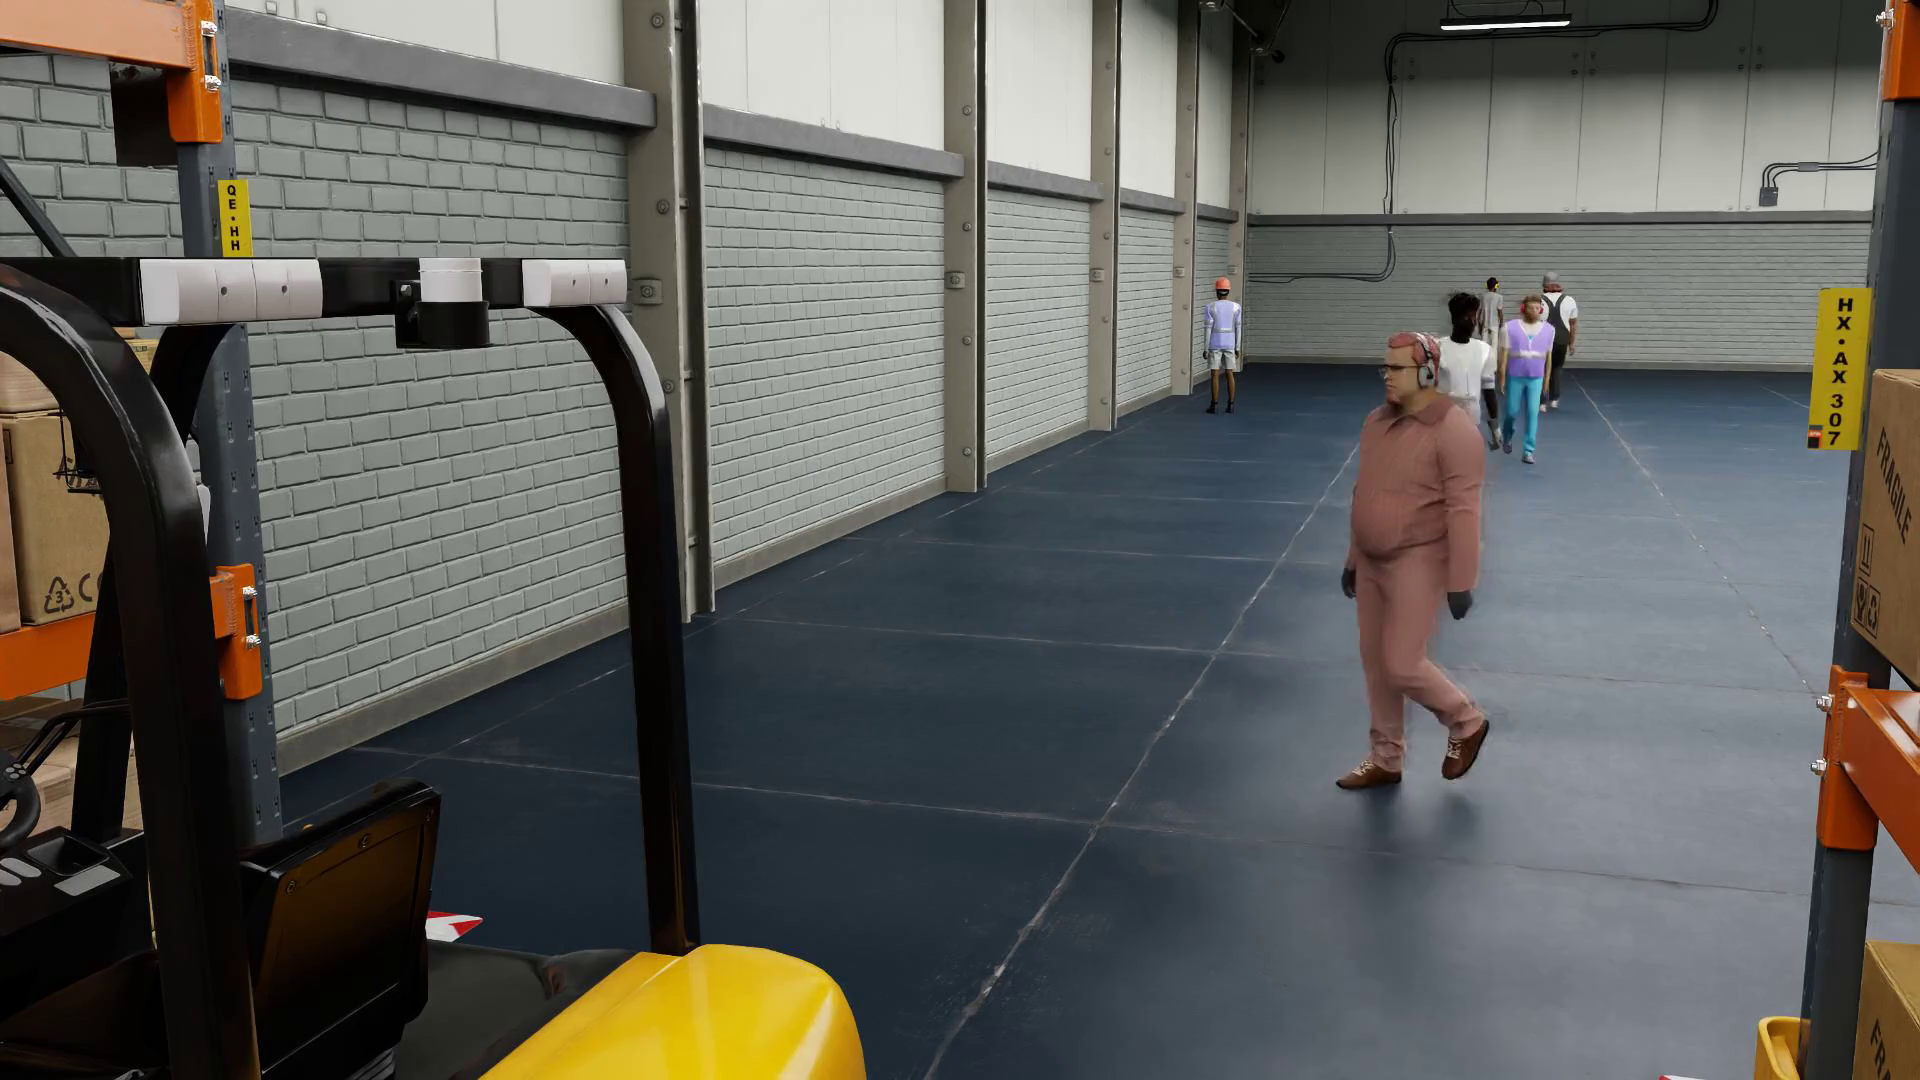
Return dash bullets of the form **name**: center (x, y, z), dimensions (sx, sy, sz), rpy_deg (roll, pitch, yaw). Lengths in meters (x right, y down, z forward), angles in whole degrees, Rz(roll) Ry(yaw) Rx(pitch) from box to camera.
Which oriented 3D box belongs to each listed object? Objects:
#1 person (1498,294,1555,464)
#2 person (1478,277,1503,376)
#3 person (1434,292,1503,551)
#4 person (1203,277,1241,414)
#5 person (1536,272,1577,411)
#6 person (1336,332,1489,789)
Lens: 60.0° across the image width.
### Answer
- **person**: center (6.132, -1.763, 18.075), dimensions (0.582, 1.829, 0.712), rpy_deg (1, 10, 8)
- **person**: center (10.026, -4.021, 31.410), dimensions (0.509, 1.867, 0.328), rpy_deg (8, 13, 40)
- **person**: center (3.749, -0.851, 12.318), dimensions (0.638, 1.928, 0.911), rpy_deg (-3, 10, -19)
- **person**: center (3.723, -2.767, 23.726), dimensions (0.551, 1.934, 0.373), rpy_deg (-2, 10, -9)
- **person**: center (8.570, -2.909, 24.265), dimensions (0.705, 2.000, 0.763), rpy_deg (1, 10, 7)
- **person**: center (1.844, 0.099, 6.794), dimensions (0.514, 1.891, 0.648), rpy_deg (-4, 10, -20)
